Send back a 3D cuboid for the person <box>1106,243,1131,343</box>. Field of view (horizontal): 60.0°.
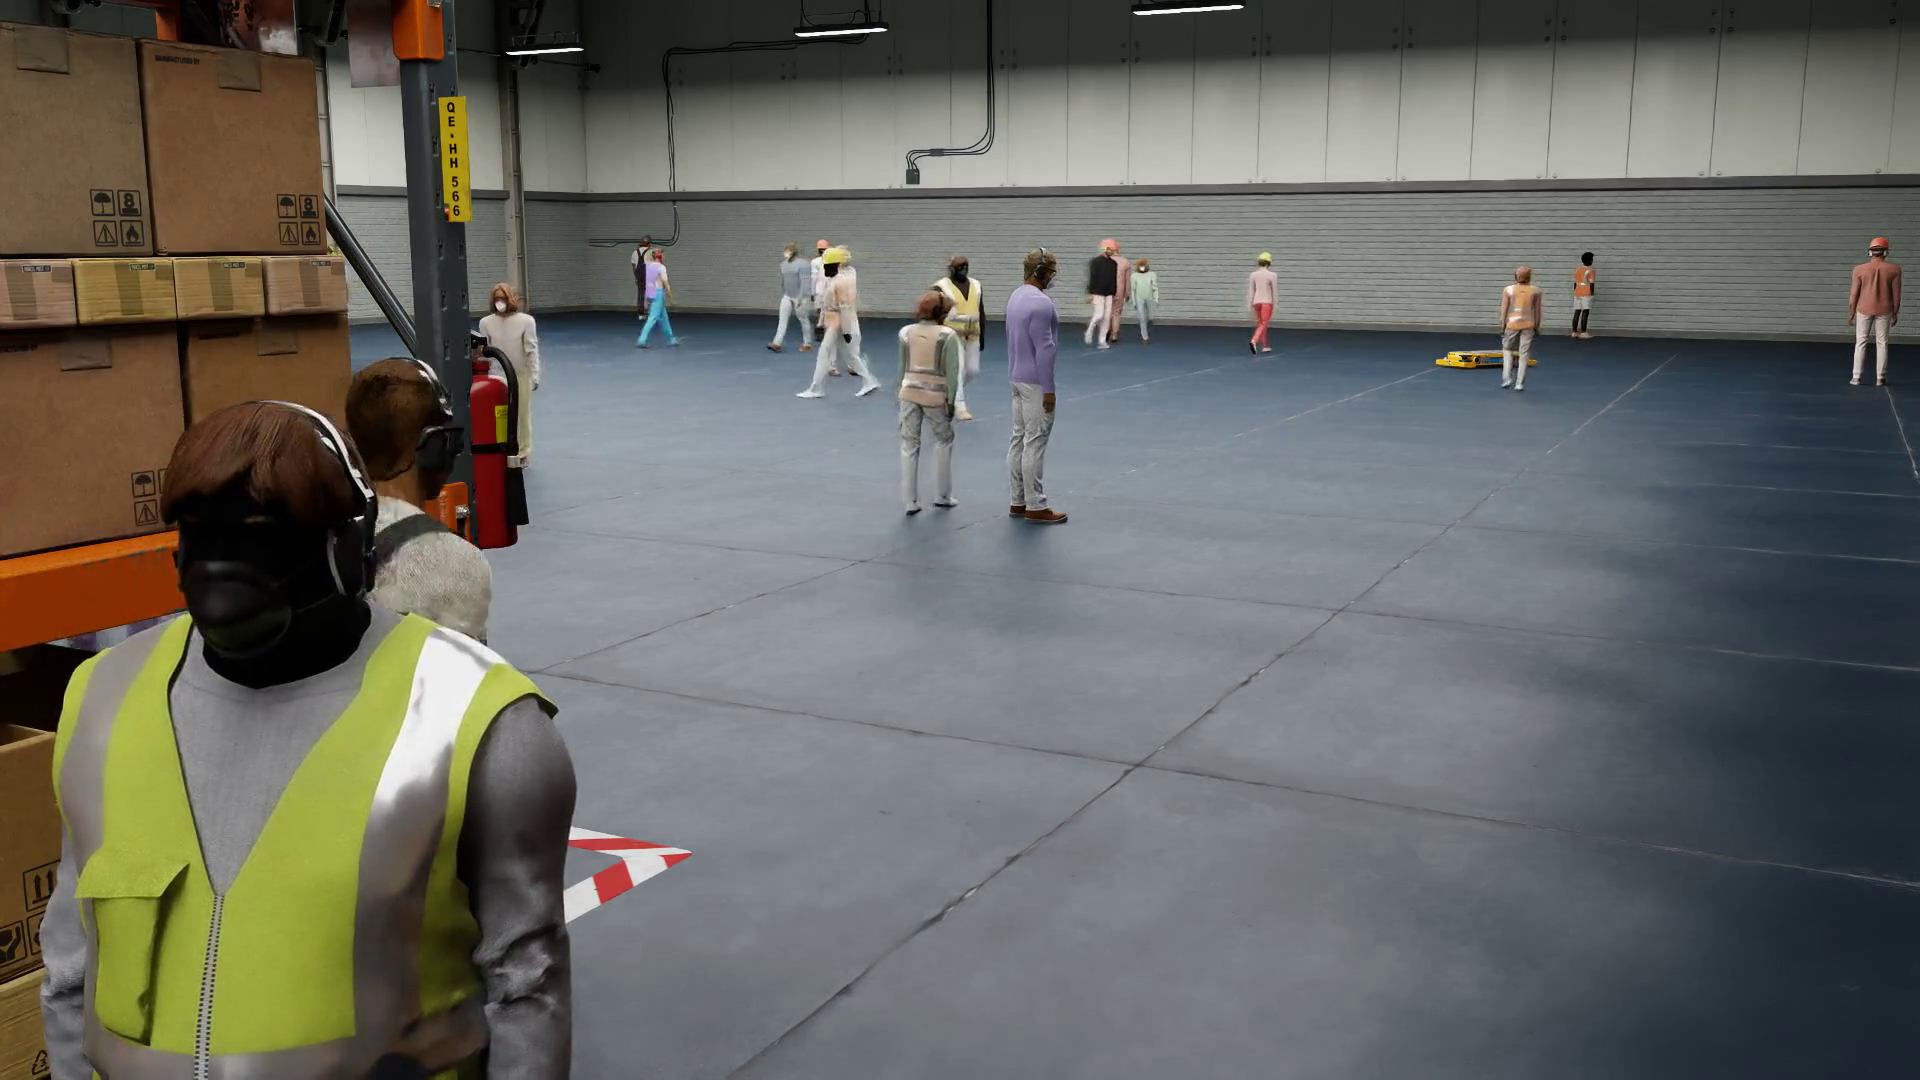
[{"bbox_3d":[2.894,-4.677,31.469,0.690,1.880,0.437,0,10,-2],"label":"person"}]

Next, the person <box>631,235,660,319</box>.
[{"bbox_3d":[-7.533,-6.341,40.123,0.684,2.000,0.535,5,11,24],"label":"person"}]

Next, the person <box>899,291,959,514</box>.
[{"bbox_3d":[-0.223,-1.009,12.167,0.545,1.612,0.619,4,11,22],"label":"person"}]

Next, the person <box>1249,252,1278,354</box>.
[{"bbox_3d":[5.176,-4.066,28.513,0.528,1.737,0.801,9,14,41],"label":"person"}]

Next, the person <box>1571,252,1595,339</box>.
[{"bbox_3d":[12.231,-4.788,32.584,0.317,1.697,0.540,-4,11,-19],"label":"person"}]

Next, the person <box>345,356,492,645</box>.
[{"bbox_3d":[-1.121,0.561,3.159,0.506,1.807,0.881,5,11,24],"label":"person"}]

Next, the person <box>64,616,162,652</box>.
[{"bbox_3d":[-3.766,-0.237,7.307,0.668,1.880,0.557,-6,12,-29],"label":"person"}]

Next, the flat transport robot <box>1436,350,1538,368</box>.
[{"bbox_3d":[8.129,-2.801,25.647,1.431,0.197,0.652,-5,11,-23],"label":"flat transport robot"}]

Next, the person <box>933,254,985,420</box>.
[{"bbox_3d":[-0.029,-2.254,18.432,0.638,1.821,0.636,-6,12,-30],"label":"person"}]

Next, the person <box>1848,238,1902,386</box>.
[{"bbox_3d":[12.359,-3.080,22.492,0.611,1.985,0.393,5,12,26],"label":"person"}]

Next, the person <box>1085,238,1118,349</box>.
[{"bbox_3d":[2.557,-4.401,29.731,0.634,1.970,0.505,-7,13,-35],"label":"person"}]

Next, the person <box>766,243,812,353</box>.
[{"bbox_3d":[-2.915,-4.148,28.613,0.638,1.875,1.048,6,12,32],"label":"person"}]

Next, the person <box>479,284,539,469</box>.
[{"bbox_3d":[-3.858,-1.375,14.233,0.520,1.606,0.718,-1,10,-3],"label":"person"}]

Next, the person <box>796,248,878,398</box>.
[{"bbox_3d":[-1.507,-2.701,20.743,1.027,1.873,0.597,-2,11,-11],"label":"person"}]

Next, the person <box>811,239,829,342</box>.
[{"bbox_3d":[-2.586,-4.732,31.626,0.542,1.939,0.364,-5,11,-23],"label":"person"}]

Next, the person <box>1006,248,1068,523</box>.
[{"bbox_3d":[0.526,-1.088,11.769,0.373,1.935,0.628,-4,11,-19],"label":"person"}]

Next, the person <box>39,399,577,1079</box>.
[{"bbox_3d":[-0.767,0.756,1.961,0.627,1.845,0.429,1,10,4],"label":"person"}]

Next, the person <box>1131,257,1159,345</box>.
[{"bbox_3d":[3.435,-4.444,30.927,0.530,1.610,0.423,1,10,4],"label":"person"}]

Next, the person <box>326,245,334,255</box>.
[{"bbox_3d":[-10.615,-4.031,28.013,0.548,1.859,0.385,3,11,15],"label":"person"}]

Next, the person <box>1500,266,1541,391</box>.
[{"bbox_3d":[7.327,-2.777,21.807,0.541,1.616,0.603,1,10,8],"label":"person"}]

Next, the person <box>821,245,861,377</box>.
[{"bbox_3d":[-1.652,-3.254,23.752,0.647,1.879,0.743,-9,14,-40],"label":"person"}]

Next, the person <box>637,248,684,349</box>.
[{"bbox_3d":[-5.430,-4.333,29.857,0.990,1.798,0.572,-7,13,-34],"label":"person"}]
